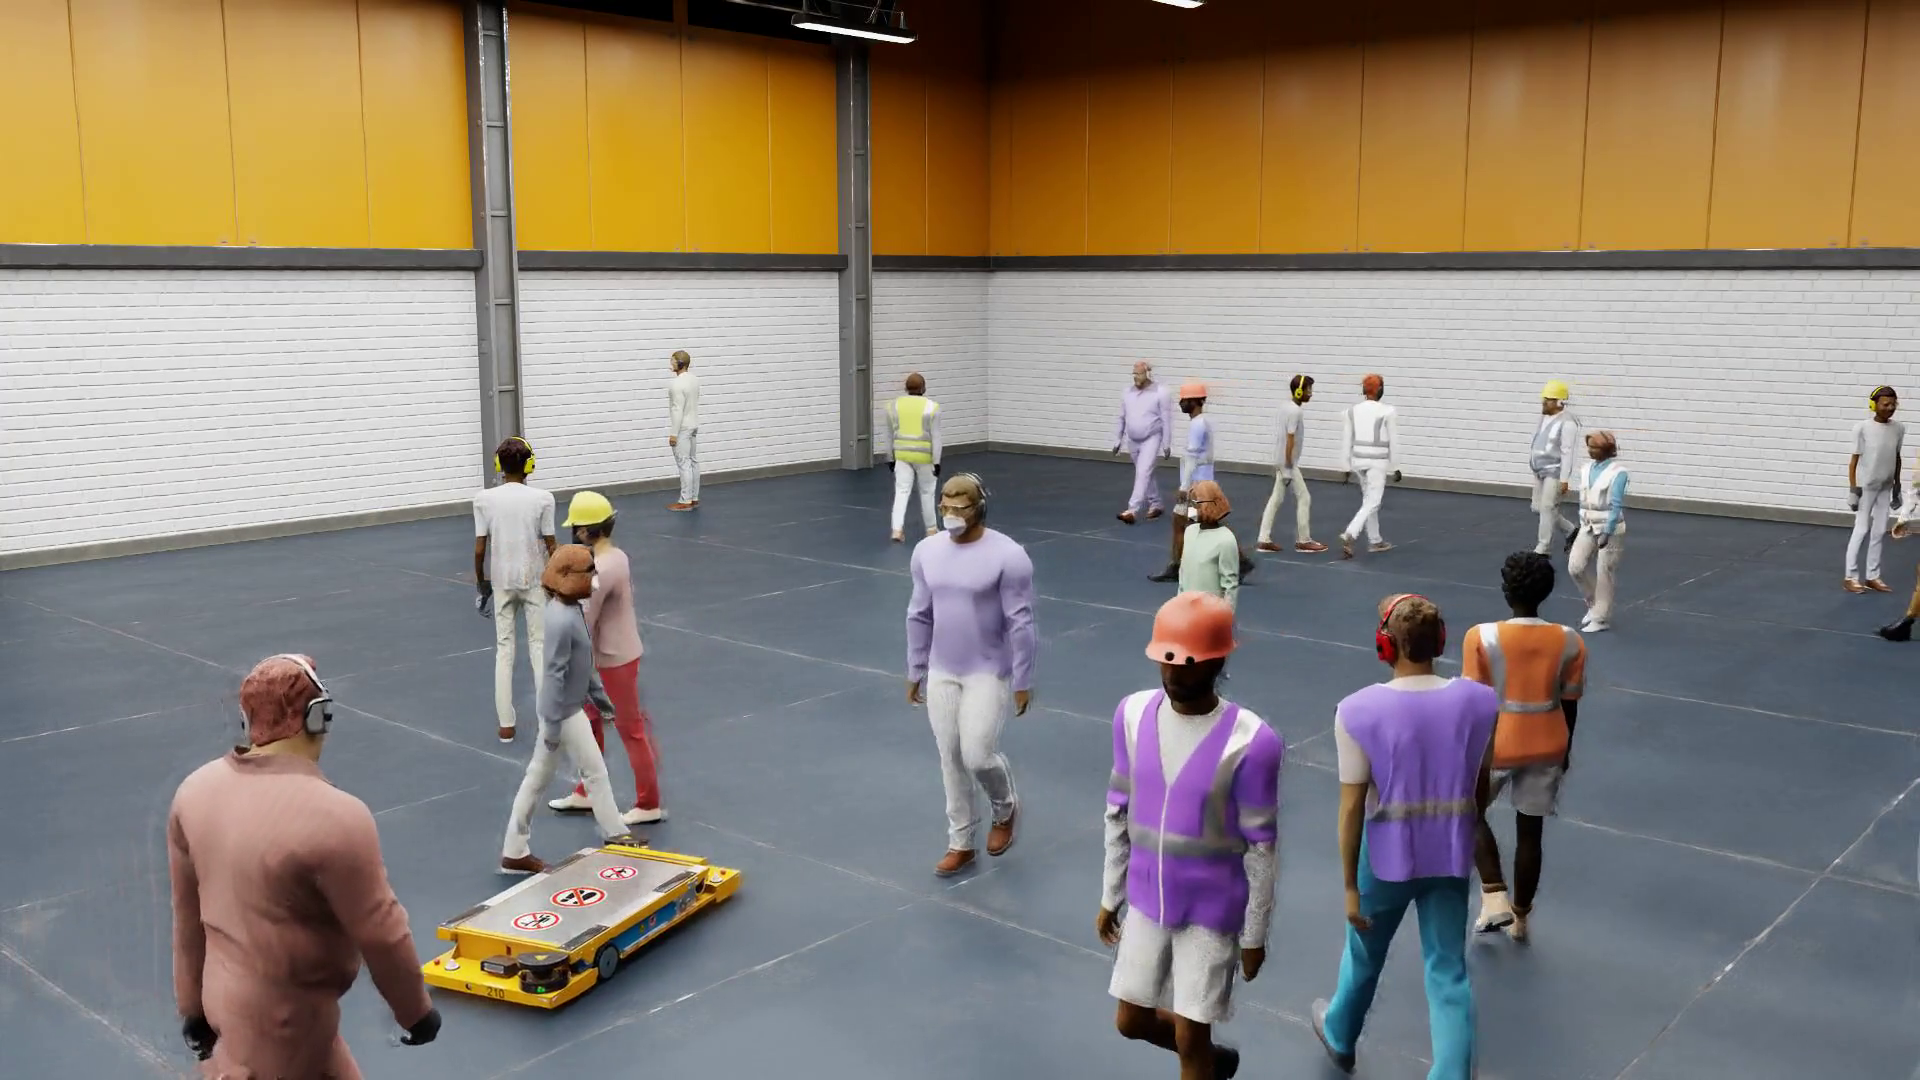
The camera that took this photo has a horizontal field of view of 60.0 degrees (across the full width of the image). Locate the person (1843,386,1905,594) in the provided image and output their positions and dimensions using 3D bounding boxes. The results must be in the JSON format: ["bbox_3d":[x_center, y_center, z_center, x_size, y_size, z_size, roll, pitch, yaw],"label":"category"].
[{"bbox_3d":[8.170,-0.447,14.846,0.523,1.862,0.326,-1,9,-9],"label":"person"}]

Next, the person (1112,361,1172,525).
[{"bbox_3d":[2.075,-1.120,19.097,0.659,1.851,1.054,8,12,40],"label":"person"}]

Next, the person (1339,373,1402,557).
[{"bbox_3d":[4.114,-0.755,16.812,0.887,1.858,0.572,-8,12,-39],"label":"person"}]

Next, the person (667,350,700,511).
[{"bbox_3d":[-3.341,-1.318,20.056,0.372,1.940,0.631,2,9,11],"label":"person"}]

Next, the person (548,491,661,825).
[{"bbox_3d":[-1.887,0.618,8.507,0.743,1.733,0.518,0,9,-2],"label":"person"}]

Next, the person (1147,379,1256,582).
[{"bbox_3d":[2.234,-0.526,15.227,0.935,1.910,0.550,1,9,6],"label":"person"}]

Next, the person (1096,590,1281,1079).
[{"bbox_3d":[0.710,1.080,5.046,0.560,1.925,0.634,7,11,38],"label":"person"}]

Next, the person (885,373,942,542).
[{"bbox_3d":[-0.485,-0.881,17.744,0.643,1.809,0.868,3,9,16],"label":"person"}]

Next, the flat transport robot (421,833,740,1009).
[{"bbox_3d":[-1.578,1.580,7.076,0.652,0.197,1.431,4,10,22],"label":"flat transport robot"}]

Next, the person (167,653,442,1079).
[{"bbox_3d":[-1.739,1.225,4.371,0.914,1.845,0.613,-8,12,-40],"label":"person"}]

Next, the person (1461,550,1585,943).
[{"bbox_3d":[2.345,0.879,7.022,0.550,1.686,0.362,-1,9,-4],"label":"person"}]

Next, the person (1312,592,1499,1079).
[{"bbox_3d":[1.491,1.062,5.570,0.573,1.792,0.981,-1,9,-4],"label":"person"}]

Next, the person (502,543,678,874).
[{"bbox_3d":[-1.780,0.804,7.795,0.851,1.589,0.503,-2,9,-12],"label":"person"}]

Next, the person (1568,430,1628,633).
[{"bbox_3d":[5.041,-0.060,13.150,0.373,1.623,0.512,-4,10,-23],"label":"person"}]

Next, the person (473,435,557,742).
[{"bbox_3d":[-2.682,0.300,10.115,0.532,1.868,0.310,-1,9,-4],"label":"person"}]

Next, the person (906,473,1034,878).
[{"bbox_3d":[0.041,0.634,7.851,0.654,1.922,0.475,6,11,32],"label":"person"}]

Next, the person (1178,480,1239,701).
[{"bbox_3d":[1.450,0.458,9.856,0.277,1.633,0.507,-5,10,-26],"label":"person"}]

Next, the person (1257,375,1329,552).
[{"bbox_3d":[3.426,-0.765,16.914,0.835,1.824,0.692,0,9,-1],"label":"person"}]

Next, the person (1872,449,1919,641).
[{"bbox_3d":[7.620,-0.153,12.908,1.003,1.891,0.545,-1,9,-6],"label":"person"}]

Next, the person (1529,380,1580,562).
[{"bbox_3d":[5.886,-0.673,16.386,0.627,1.818,0.592,-2,9,-9],"label":"person"}]
